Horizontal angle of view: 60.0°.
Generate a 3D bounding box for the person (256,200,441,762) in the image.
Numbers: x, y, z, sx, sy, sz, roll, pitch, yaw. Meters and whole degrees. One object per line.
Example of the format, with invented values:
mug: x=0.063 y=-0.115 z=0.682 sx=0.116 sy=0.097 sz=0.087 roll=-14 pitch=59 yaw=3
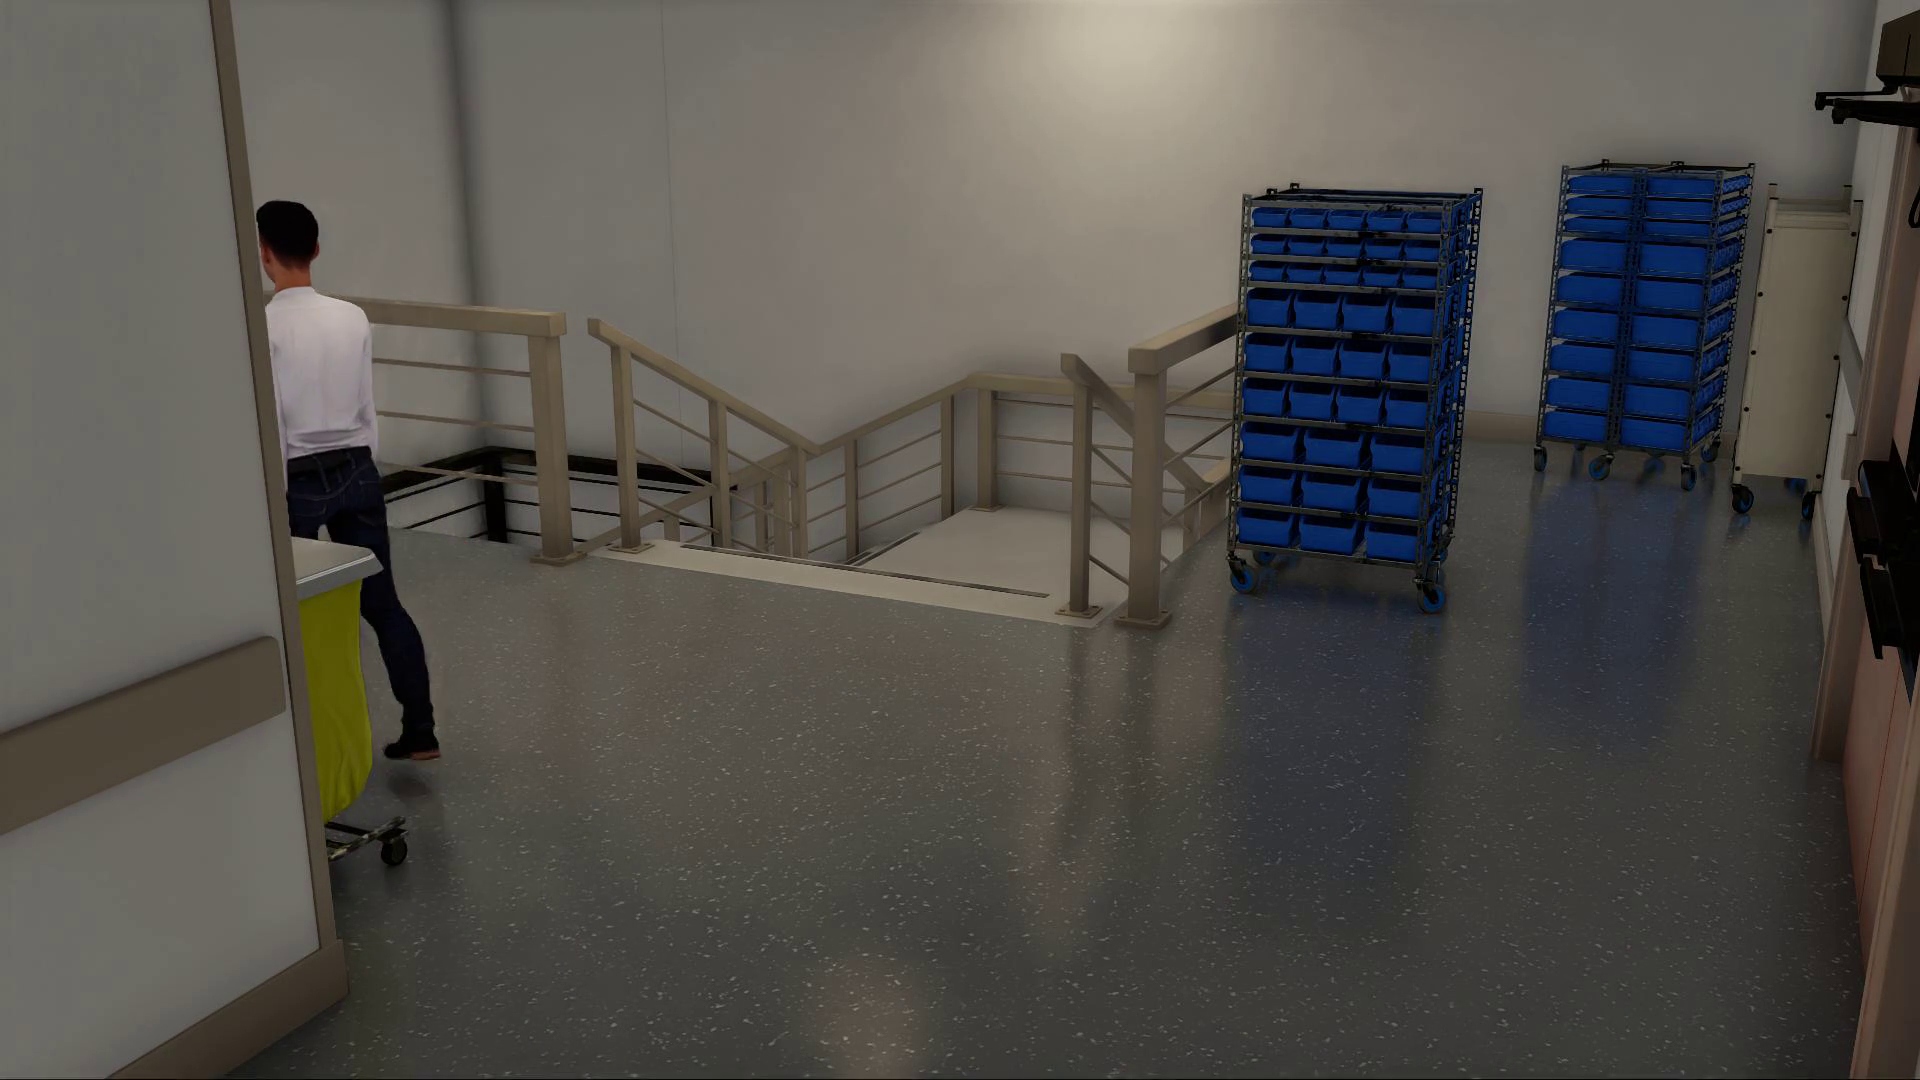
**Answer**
person: x=-1.986 y=-0.122 z=5.338 sx=0.930 sy=1.822 sz=1.245 roll=13 pitch=20 yaw=38
